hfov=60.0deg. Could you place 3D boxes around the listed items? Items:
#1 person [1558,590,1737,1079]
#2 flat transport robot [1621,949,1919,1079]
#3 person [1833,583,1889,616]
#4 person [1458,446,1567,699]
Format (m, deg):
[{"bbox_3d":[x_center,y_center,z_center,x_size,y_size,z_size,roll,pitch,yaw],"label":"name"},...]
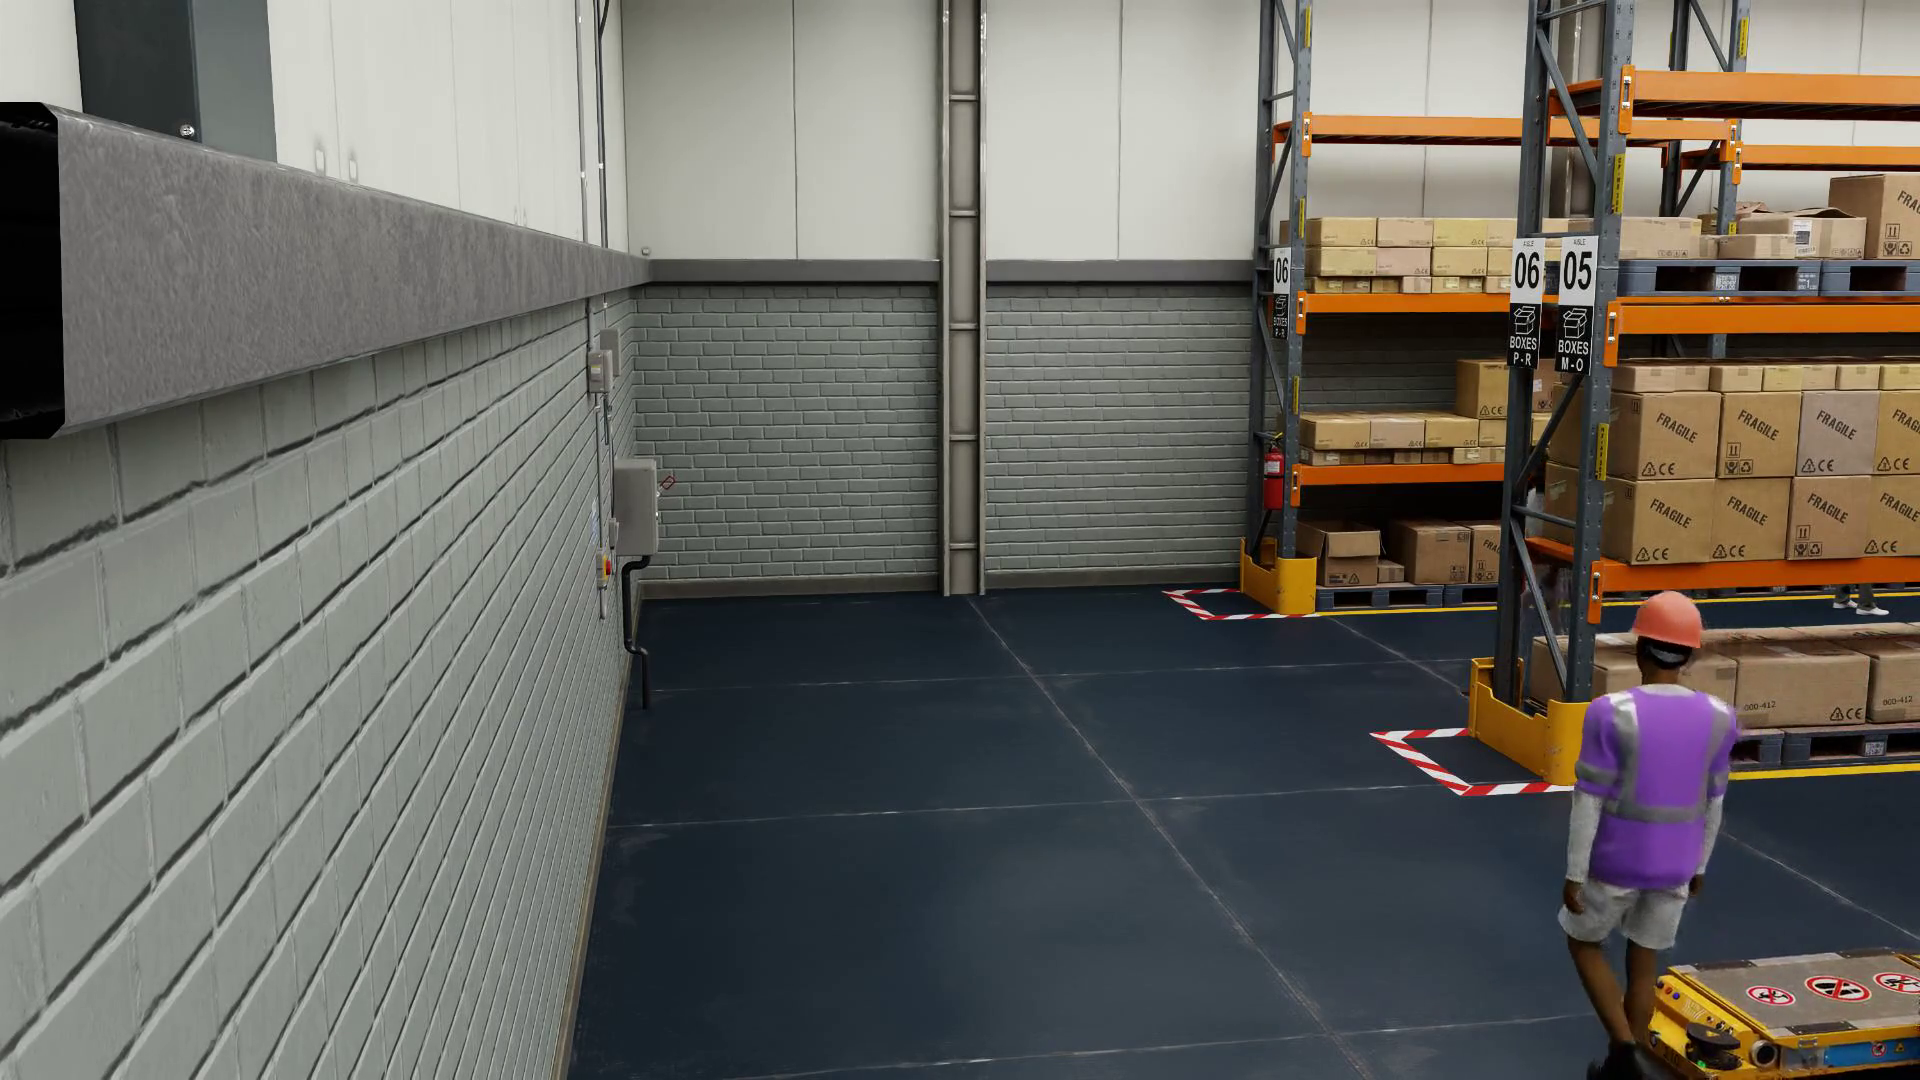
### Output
[{"bbox_3d":[2.424,1.129,5.910,0.571,1.914,0.433,-1,9,-4],"label":"person"},{"bbox_3d":[3.359,1.854,6.504,1.431,0.197,0.652,-2,9,-11],"label":"flat transport robot"},{"bbox_3d":[8.041,-0.289,14.670,0.401,1.918,0.580,-2,9,-12],"label":"person"},{"bbox_3d":[3.870,0.276,11.420,0.878,1.835,0.543,-2,9,-12],"label":"person"}]
